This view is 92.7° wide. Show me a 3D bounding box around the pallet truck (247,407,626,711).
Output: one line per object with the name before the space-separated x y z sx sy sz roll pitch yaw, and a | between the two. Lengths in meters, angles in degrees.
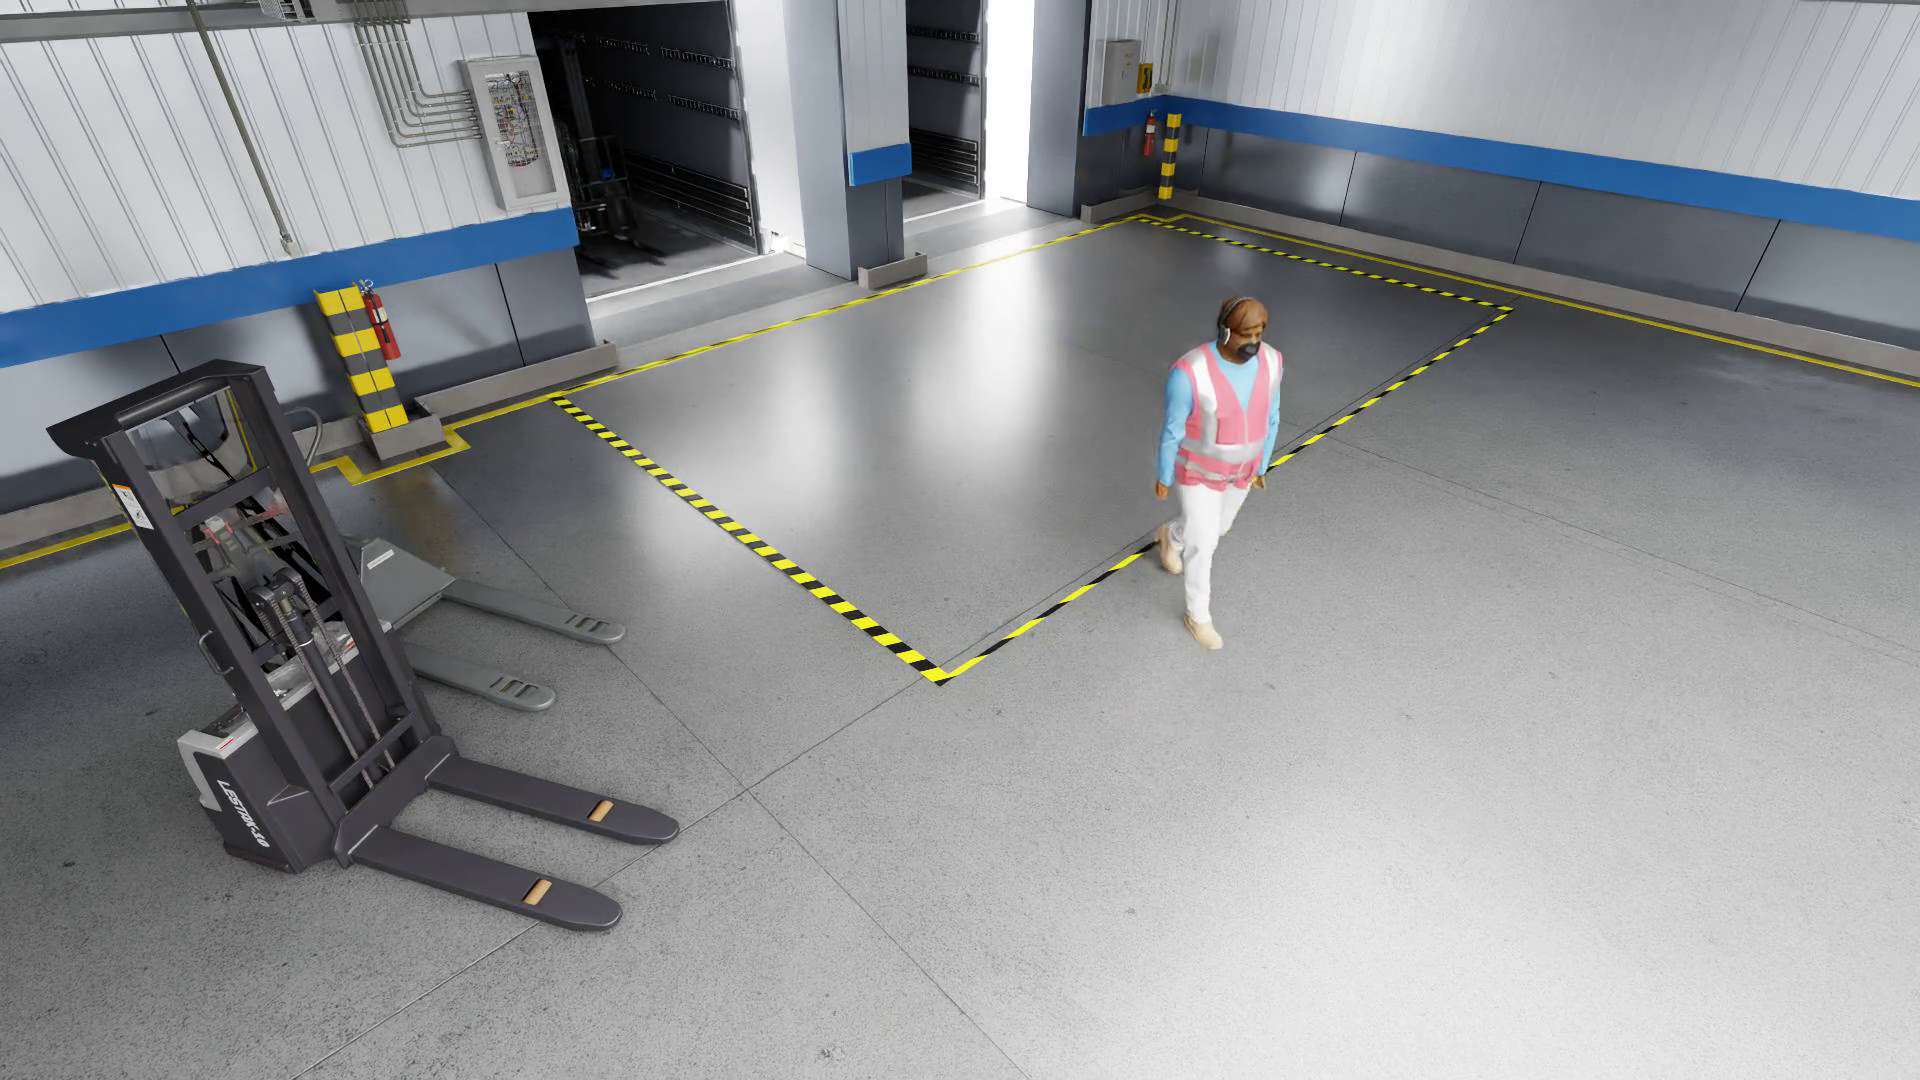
pallet truck | -2.628 0.038 4.590 1.601 1.201 0.680 12 36 18

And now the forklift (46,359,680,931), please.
forklift | -2.135 0.422 3.354 1.885 1.965 0.823 10 35 14

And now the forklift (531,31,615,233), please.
forklift | -5.131 -4.788 10.696 2.680 2.036 1.157 29 44 36

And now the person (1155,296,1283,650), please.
person | 1.290 -0.395 4.726 0.633 1.809 0.894 -11 36 -16
